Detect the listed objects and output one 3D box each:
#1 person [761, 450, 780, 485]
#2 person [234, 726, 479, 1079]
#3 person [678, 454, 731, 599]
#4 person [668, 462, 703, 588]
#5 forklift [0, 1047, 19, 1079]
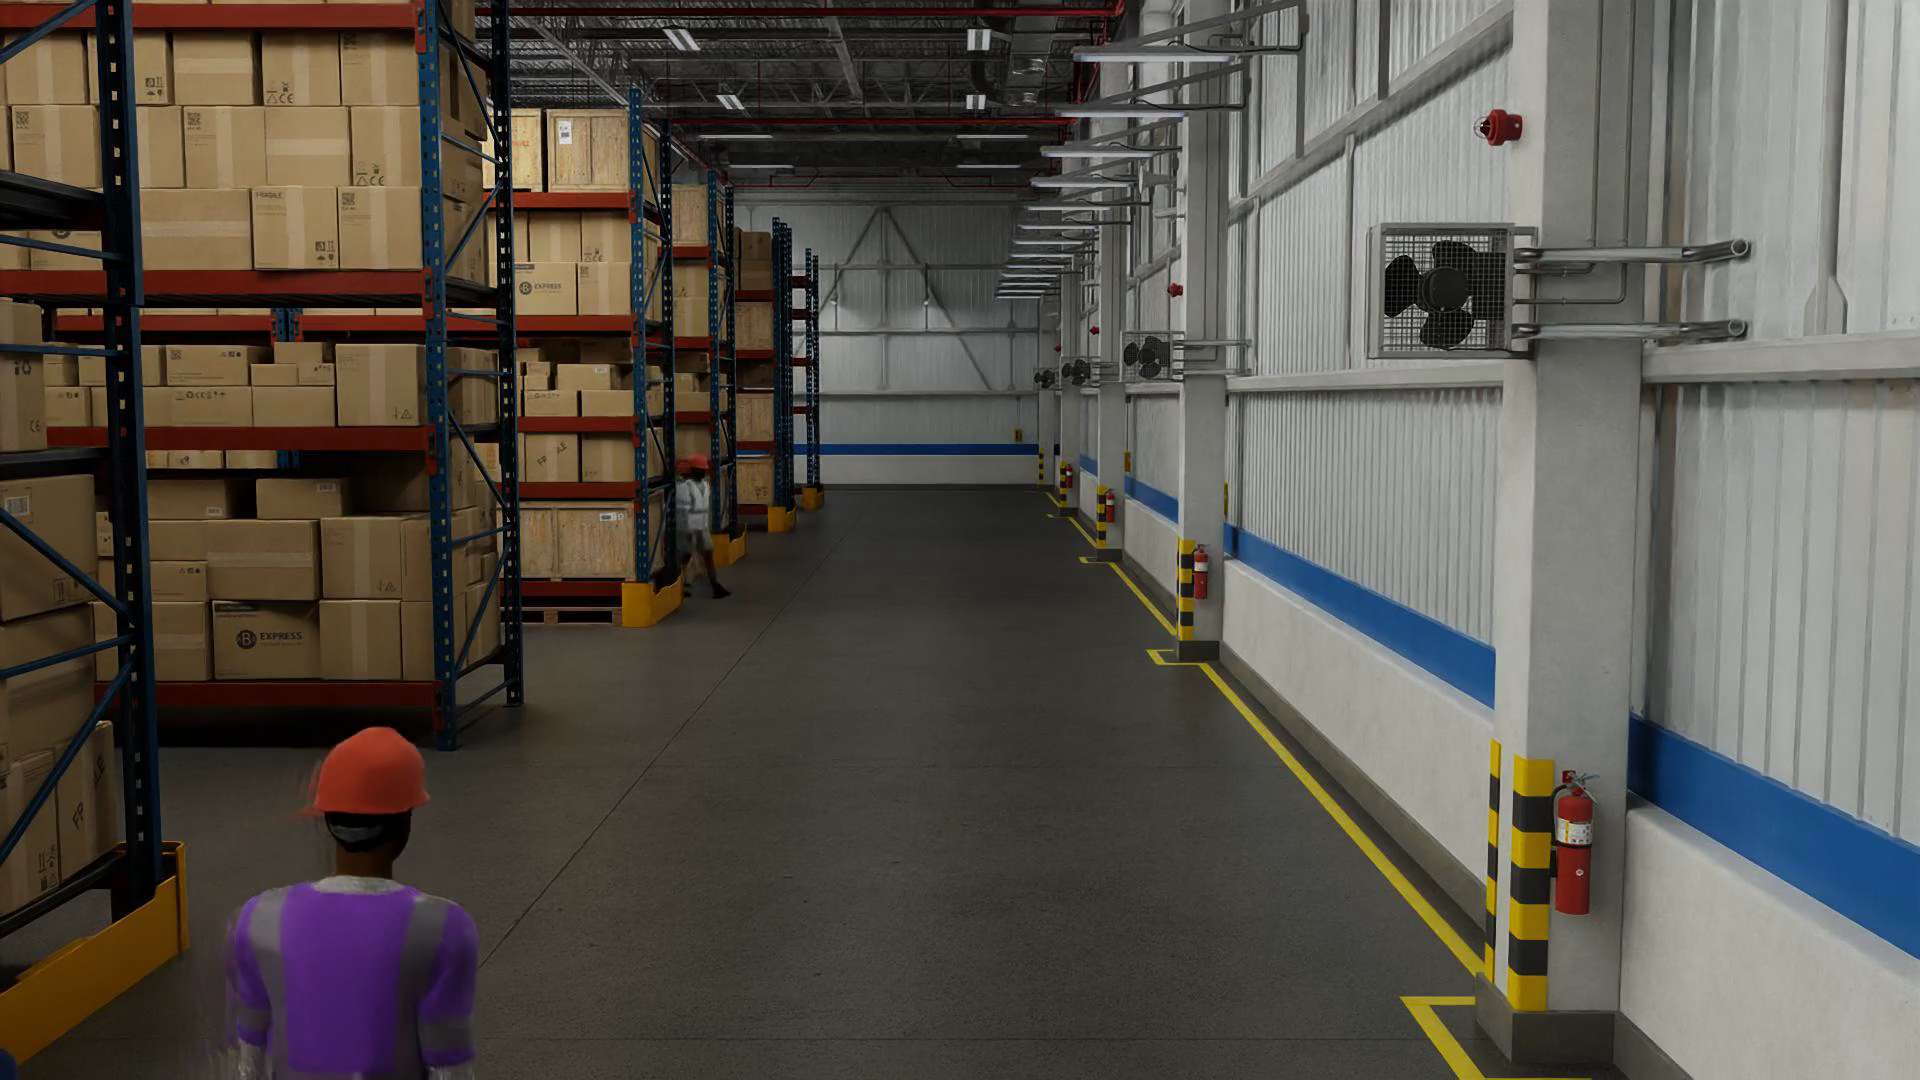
[{"bbox_3d":[-4.191,-1.344,36.762,0.526,1.623,0.535,-3,6,-29],"label":"person"},{"bbox_3d":[-1.349,1.368,3.720,0.563,1.896,0.981,0,5,-6],"label":"person"},{"bbox_3d":[-3.398,-0.166,21.600,0.917,1.888,0.560,4,6,36],"label":"person"},{"bbox_3d":[-3.781,-0.201,22.869,0.365,1.736,0.568,4,6,36],"label":"person"},{"bbox_3d":[-3.148,0.897,3.459,1.873,2.768,1.129,0,5,0],"label":"forklift"}]
